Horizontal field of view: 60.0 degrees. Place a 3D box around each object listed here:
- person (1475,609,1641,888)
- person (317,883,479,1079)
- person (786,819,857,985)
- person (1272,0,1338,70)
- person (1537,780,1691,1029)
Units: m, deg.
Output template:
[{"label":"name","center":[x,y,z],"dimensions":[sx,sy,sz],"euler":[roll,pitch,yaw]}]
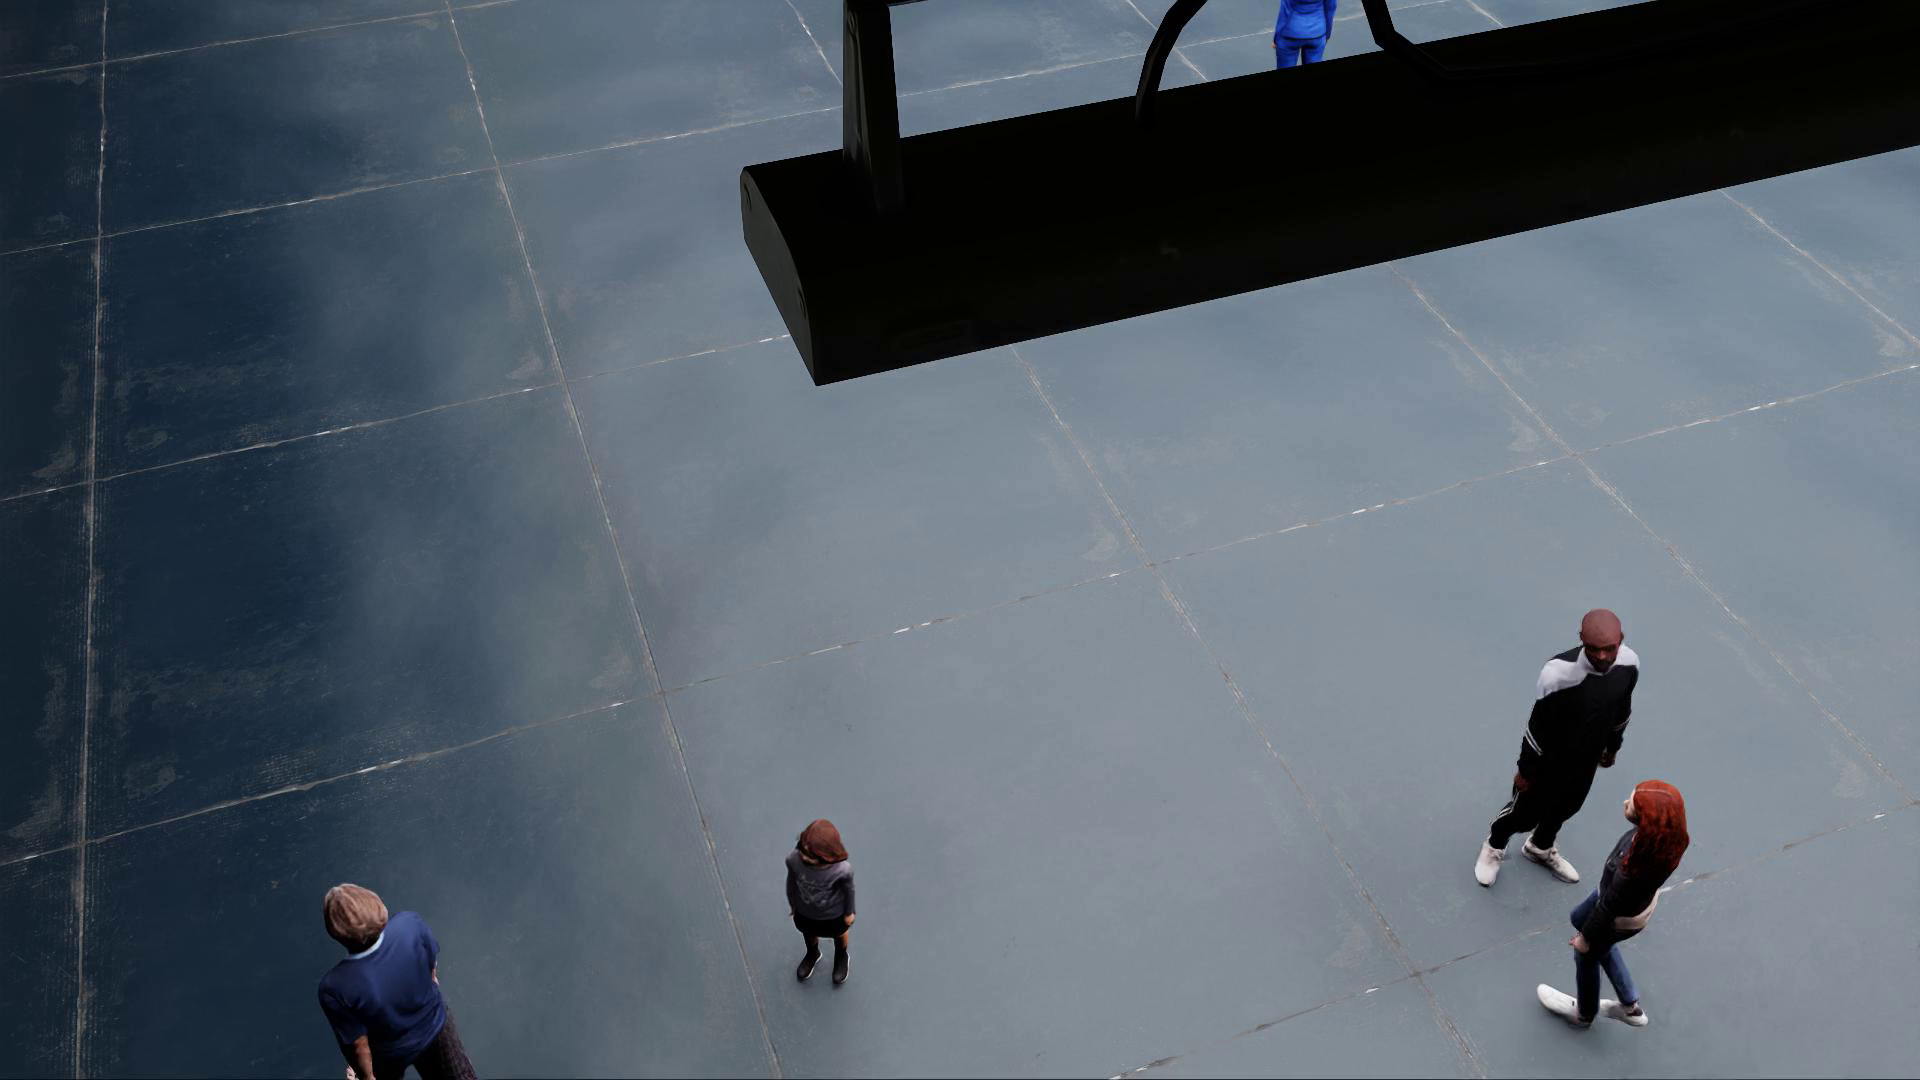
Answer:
[{"label":"person","center":[2.836,0.964,7.788],"dimensions":[0.696,1.816,0.571],"euler":[-20,47,-20]},{"label":"person","center":[-2.142,2.034,6.641],"dimensions":[1.276,1.817,1.074],"euler":[29,50,27]},{"label":"person","center":[-0.628,1.632,7.592],"dimensions":[0.536,1.108,0.570],"euler":[8,44,9]},{"label":"person","center":[2.708,-3.964,13.152],"dimensions":[0.665,1.700,0.604],"euler":[-6,43,-7]},{"label":"person","center":[2.877,1.654,7.082],"dimensions":[0.778,1.772,0.848],"euler":[-34,53,-31]}]
